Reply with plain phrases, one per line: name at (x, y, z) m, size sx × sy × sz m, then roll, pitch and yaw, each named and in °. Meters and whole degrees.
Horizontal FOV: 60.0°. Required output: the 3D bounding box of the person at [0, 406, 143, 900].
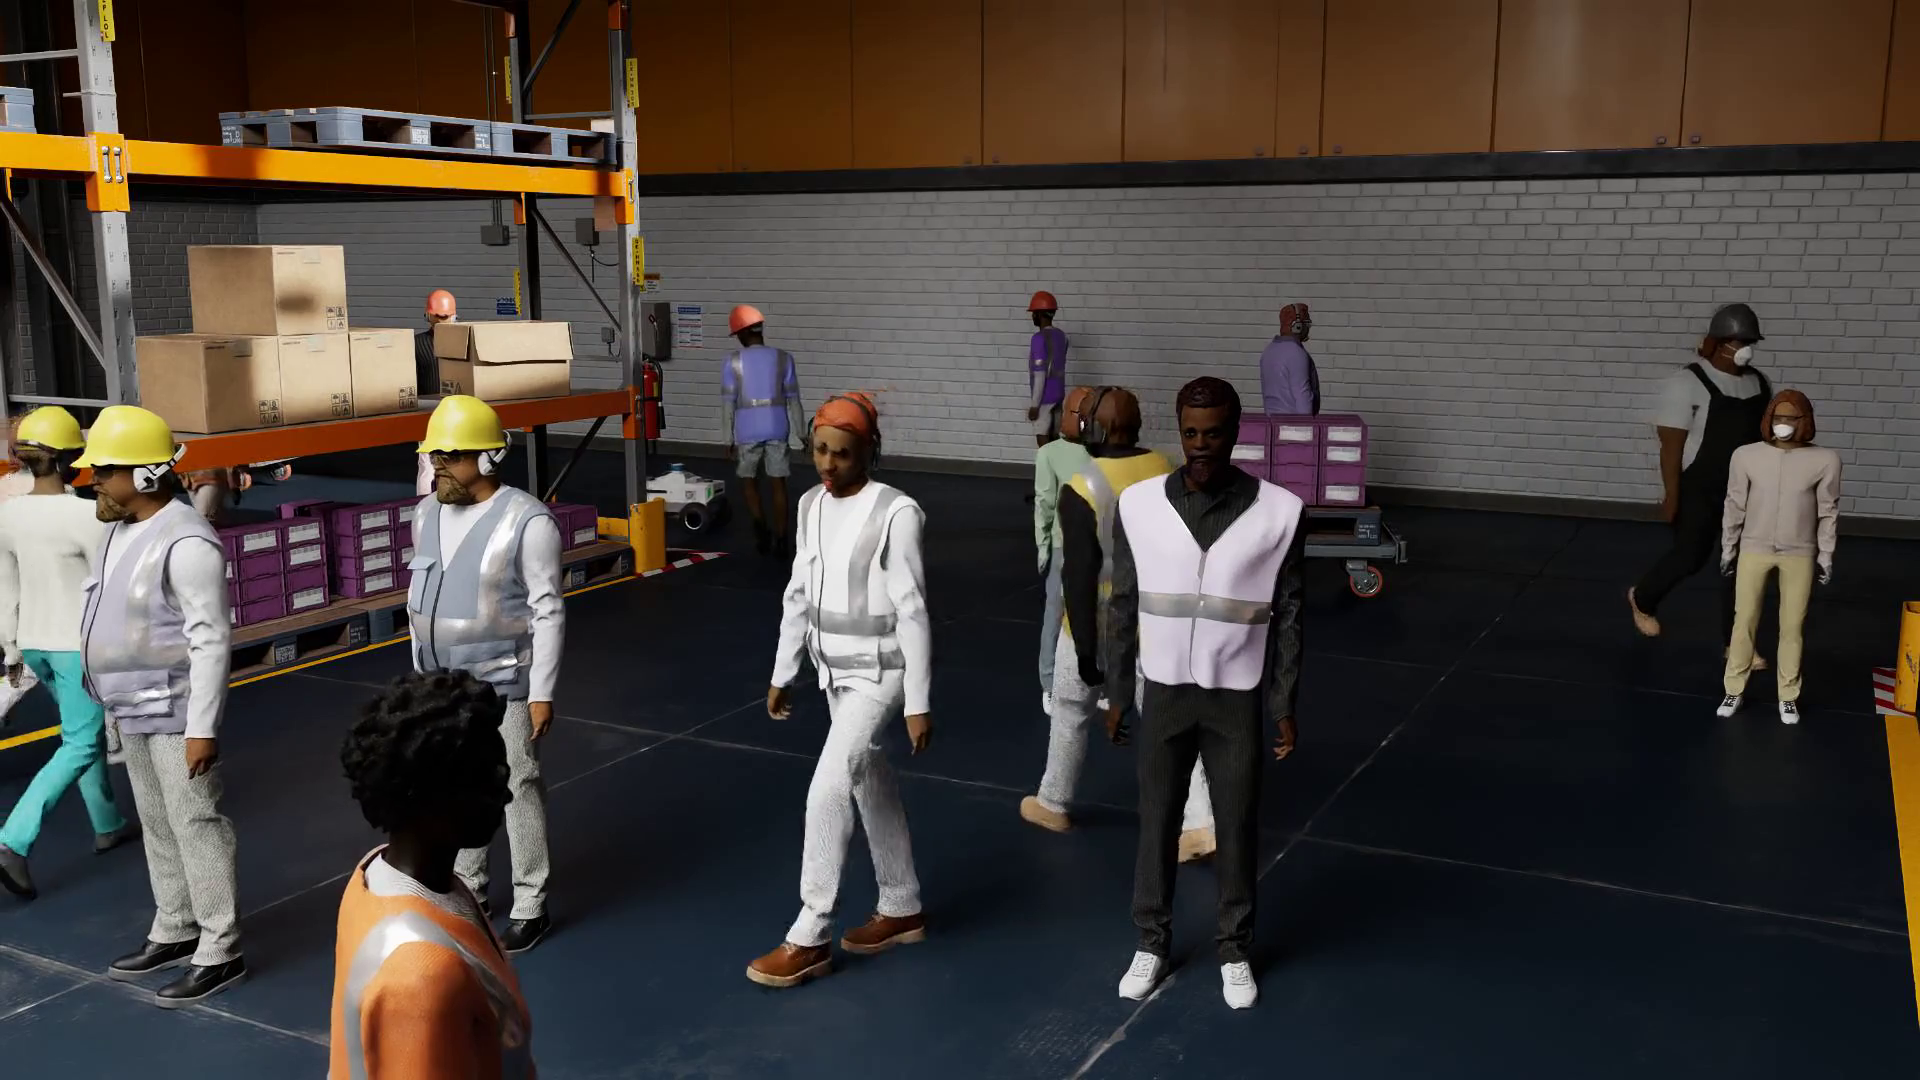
person at (-3.287, 0.386, 6.027) m, size 0.525 × 1.735 × 0.808 m, roll 4°, pitch 10°, yaw 21°

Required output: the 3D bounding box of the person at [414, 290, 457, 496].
person at (-4.099, -0.981, 13.208) m, size 0.608 × 1.988 × 0.392 m, roll -8°, pitch 13°, yaw -40°

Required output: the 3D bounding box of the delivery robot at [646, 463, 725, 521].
delivery robot at (-2.301, -0.386, 13.632) m, size 0.707 × 0.478 × 0.477 m, roll 3°, pitch 10°, yaw 15°

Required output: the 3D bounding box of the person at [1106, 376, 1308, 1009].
person at (0.738, 0.460, 5.067) m, size 0.596 × 1.918 × 0.386 m, roll 2°, pitch 10°, yaw 12°

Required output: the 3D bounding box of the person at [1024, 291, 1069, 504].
person at (0.764, -1.294, 15.165) m, size 0.373 × 1.934 × 0.551 m, roll 5°, pitch 11°, yaw 28°

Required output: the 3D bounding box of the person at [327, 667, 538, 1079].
person at (-0.771, 1.019, 2.465) m, size 0.317 × 1.696 × 0.540 m, roll -4°, pitch 11°, yaw -23°

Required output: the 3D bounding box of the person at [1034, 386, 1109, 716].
person at (0.606, 0.050, 8.261) m, size 0.501 × 1.633 × 0.284 m, roll -3°, pitch 10°, yaw -18°

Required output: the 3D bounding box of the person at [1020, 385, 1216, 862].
person at (0.622, 0.313, 6.289) m, size 0.617 × 1.802 × 0.980 m, roll -7°, pitch 12°, yaw -34°

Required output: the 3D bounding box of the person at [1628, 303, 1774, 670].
person at (4.211, -0.339, 9.337) m, size 0.690 × 2.000 × 0.848 m, roll -2°, pitch 10°, yaw -14°

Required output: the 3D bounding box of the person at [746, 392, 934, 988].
person at (-0.424, 0.466, 5.214) m, size 0.831 × 1.845 × 0.648 m, roll -7°, pitch 12°, yaw -33°

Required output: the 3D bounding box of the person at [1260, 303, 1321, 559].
person at (2.495, -0.817, 12.491) m, size 0.410 × 1.909 × 0.643 m, roll -3°, pitch 10°, yaw -15°

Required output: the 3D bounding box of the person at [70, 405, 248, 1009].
person at (-2.440, 0.502, 5.067) m, size 0.596 × 1.831 × 0.403 m, roll 9°, pitch 13°, yaw 41°

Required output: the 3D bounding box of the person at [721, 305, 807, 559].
person at (-1.434, -0.790, 12.367) m, size 0.663 × 1.899 × 0.464 m, roll -2°, pitch 10°, yaw -12°

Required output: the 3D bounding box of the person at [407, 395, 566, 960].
person at (-1.565, 0.443, 5.408) m, size 0.601 × 1.831 × 0.404 m, roll 5°, pitch 11°, yaw 27°

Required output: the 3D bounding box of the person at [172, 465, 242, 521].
person at (-4.881, -0.377, 10.838) m, size 0.507 × 1.597 × 0.823 m, roll 5°, pitch 11°, yaw 29°

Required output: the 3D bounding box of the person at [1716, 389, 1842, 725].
person at (3.969, 0.082, 8.080) m, size 0.507 × 1.631 × 0.273 m, roll 5°, pitch 11°, yaw 27°

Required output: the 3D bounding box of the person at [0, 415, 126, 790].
person at (-3.956, 0.259, 7.114) m, size 0.521 × 1.609 × 0.775 m, roll 5°, pitch 11°, yaw 27°
